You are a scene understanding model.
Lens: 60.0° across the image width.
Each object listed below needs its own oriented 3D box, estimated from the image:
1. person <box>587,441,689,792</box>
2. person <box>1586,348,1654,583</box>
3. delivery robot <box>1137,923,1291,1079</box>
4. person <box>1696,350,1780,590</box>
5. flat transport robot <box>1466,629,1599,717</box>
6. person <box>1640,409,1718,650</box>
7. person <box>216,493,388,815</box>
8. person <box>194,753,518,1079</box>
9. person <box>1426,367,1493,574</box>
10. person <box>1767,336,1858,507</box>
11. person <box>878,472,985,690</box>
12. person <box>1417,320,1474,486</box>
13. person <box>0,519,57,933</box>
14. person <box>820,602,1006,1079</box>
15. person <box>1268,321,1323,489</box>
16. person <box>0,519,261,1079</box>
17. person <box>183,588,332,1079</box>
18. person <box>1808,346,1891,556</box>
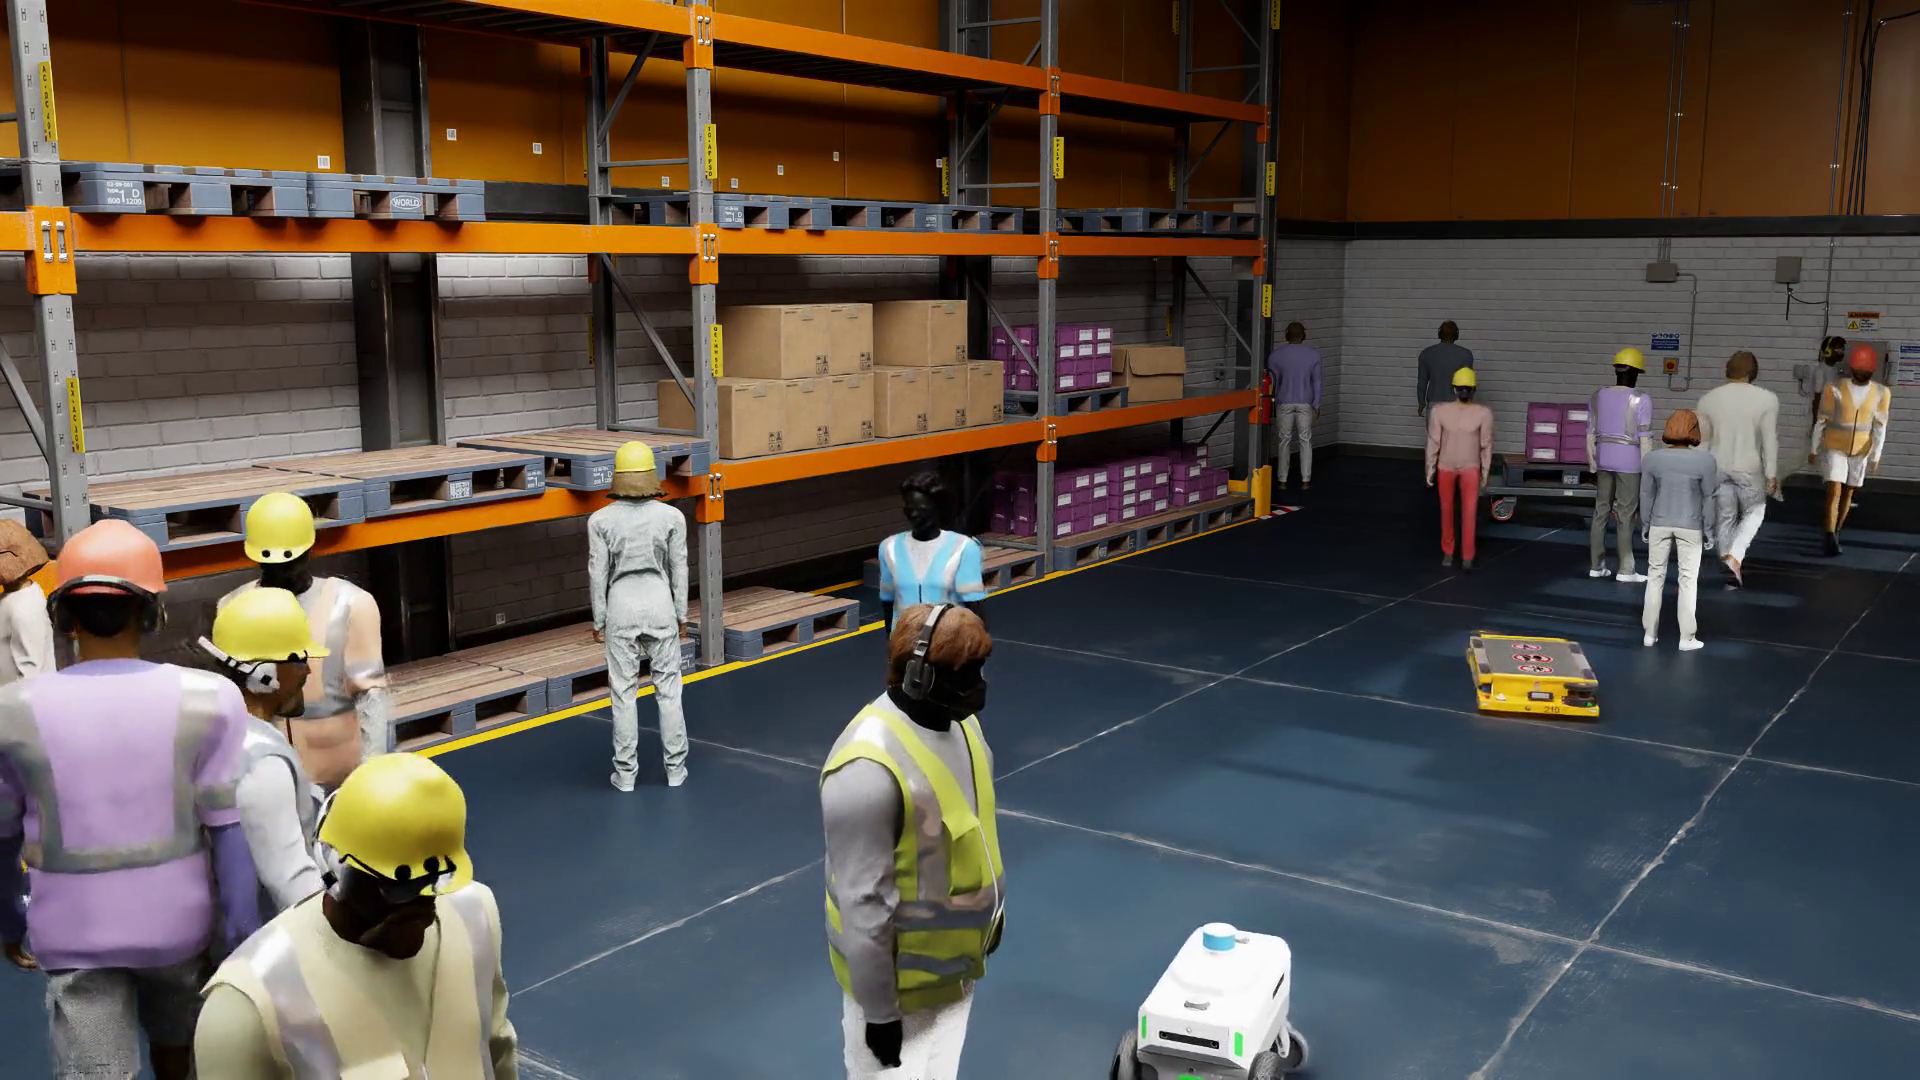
[{"bbox_3d":[-1.595,0.379,8.276,0.488,1.740,0.318,-3,10,-15],"label":"person"},{"bbox_3d":[5.411,-0.609,13.628,0.374,1.919,0.585,-7,12,-34],"label":"person"},{"bbox_3d":[0.804,1.441,5.196,0.477,0.478,0.707,4,10,22],"label":"delivery robot"},{"bbox_3d":[6.143,-0.538,13.214,0.658,1.917,0.521,9,13,43],"label":"person"},{"bbox_3d":[3.475,0.794,10.170,0.652,0.197,1.431,2,10,13],"label":"flat transport robot"},{"bbox_3d":[4.851,-0.069,11.258,0.499,1.634,0.288,7,12,38],"label":"person"},{"bbox_3d":[-2.237,0.729,5.827,0.600,1.878,0.977,0,10,0],"label":"person"},{"bbox_3d":[-1.019,1.244,2.990,0.761,1.777,0.709,7,12,37],"label":"person"},{"bbox_3d":[4.188,-0.575,13.990,0.532,1.732,0.895,3,10,19],"label":"person"},{"bbox_3d":[9.232,-1.287,17.926,0.873,1.843,0.526,9,13,44],"label":"person"},{"bbox_3d":[-0.132,0.492,7.860,0.535,1.656,0.861,2,10,14],"label":"person"},{"bbox_3d":[5.639,-1.581,19.357,0.633,1.938,0.356,5,11,27],"label":"person"},{"bbox_3d":[-3.683,0.722,6.574,0.277,1.628,0.500,-6,11,-30],"label":"person"},{"bbox_3d":[-0.101,1.046,4.072,0.430,1.830,0.617,4,10,24],"label":"person"},{"bbox_3d":[3.846,-1.541,19.139,0.627,1.933,0.371,1,10,6],"label":"person"},{"bbox_3d":[-2.104,0.935,4.192,0.611,1.988,1.050,-5,11,-27],"label":"person"},{"bbox_3d":[-1.762,1.007,4.401,0.915,1.779,0.622,-6,11,-32],"label":"person"},{"bbox_3d":[7.893,-0.775,14.746,0.596,1.874,0.901,2,10,13],"label":"person"}]
